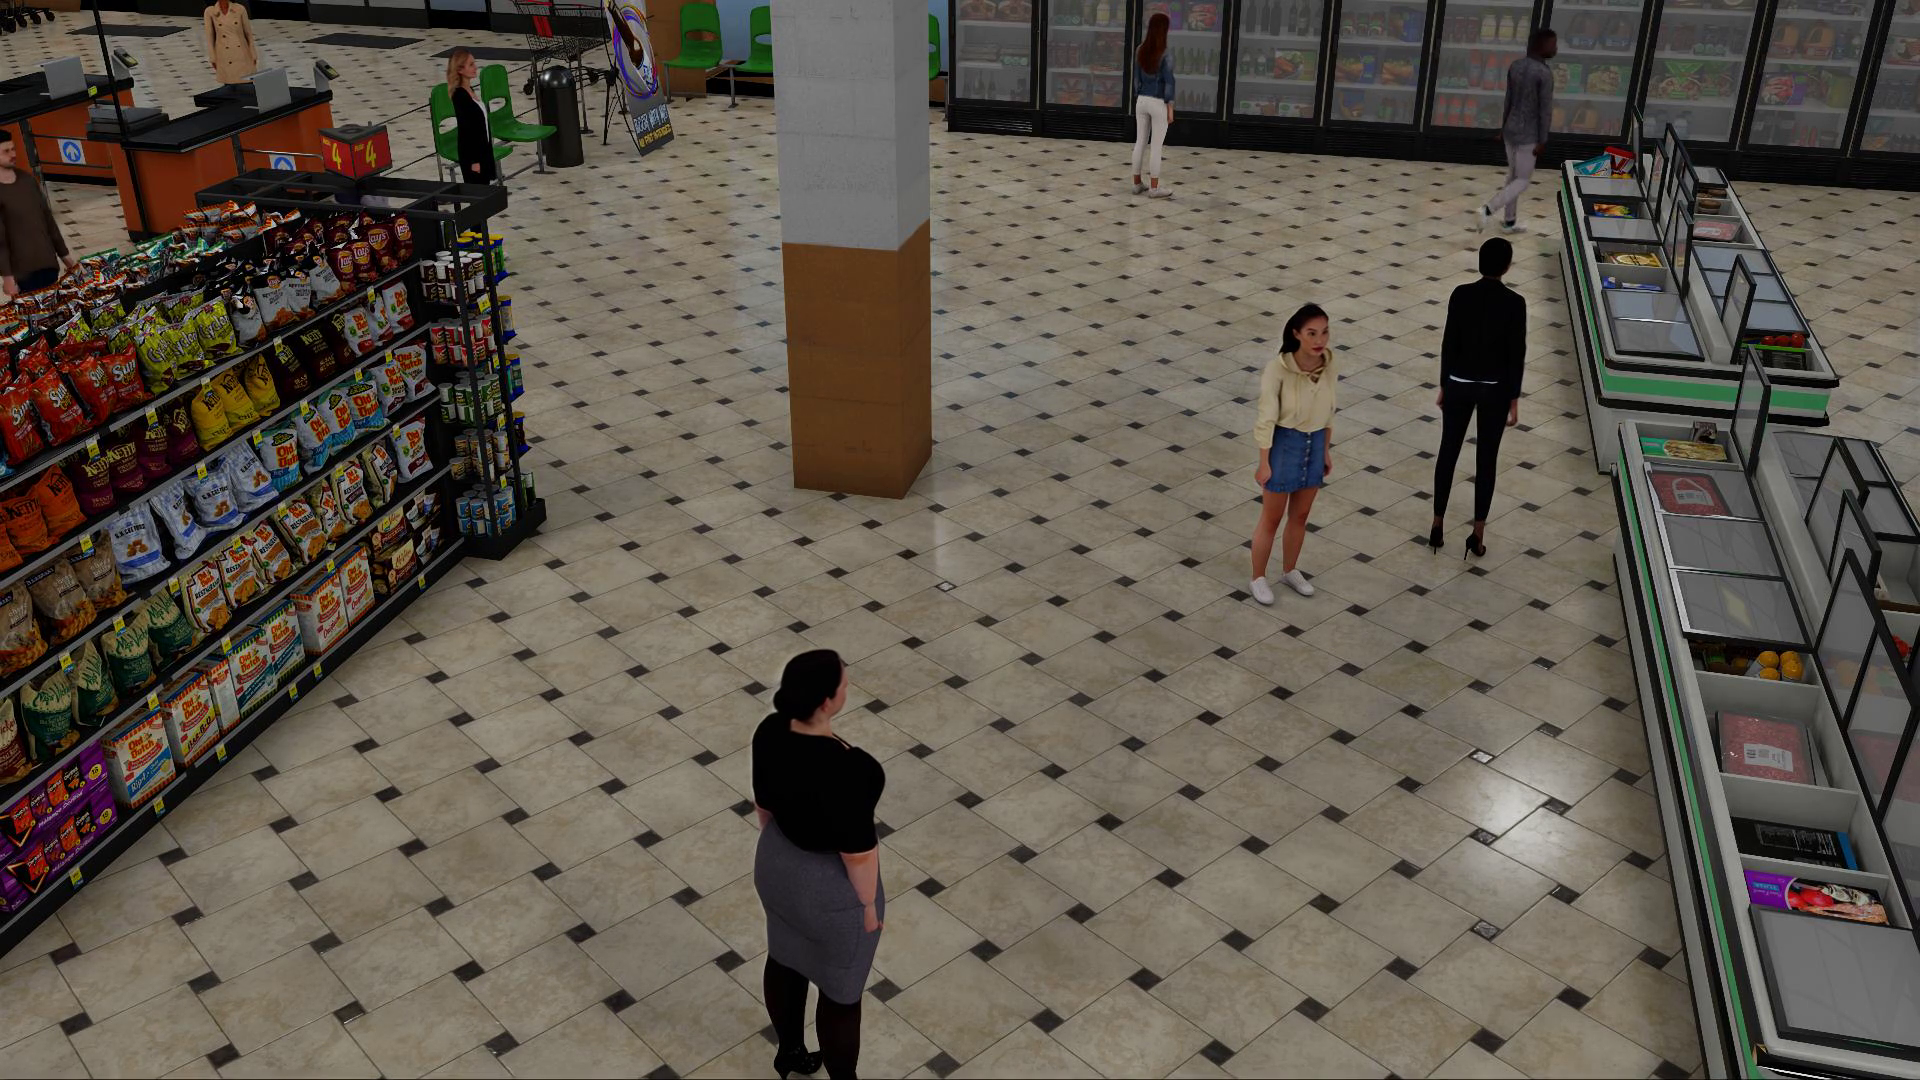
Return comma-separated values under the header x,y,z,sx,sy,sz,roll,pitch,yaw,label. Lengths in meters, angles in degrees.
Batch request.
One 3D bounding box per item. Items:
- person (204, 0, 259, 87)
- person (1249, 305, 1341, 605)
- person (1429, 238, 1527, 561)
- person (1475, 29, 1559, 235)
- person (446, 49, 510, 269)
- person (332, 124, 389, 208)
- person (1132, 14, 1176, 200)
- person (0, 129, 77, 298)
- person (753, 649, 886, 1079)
x,y,z,sx,sy,sz,roll,pitch,yaw,label
-7.870,-5.220,18.030,0.718,1.682,0.741,-11,29,-20,person
1.747,-0.451,8.684,0.717,1.630,0.749,-11,29,-21,person
2.813,-0.761,9.070,0.659,1.834,0.621,16,31,29,person
4.843,-3.517,14.532,1.117,1.808,1.072,-14,30,-26,person
-4.041,-3.153,13.821,0.734,1.802,0.596,-4,27,-7,person
-4.054,-1.934,11.386,0.814,1.830,0.628,-1,27,-3,person
1.833,-4.142,15.884,0.691,1.700,0.691,-23,35,-38,person
-6.275,-1.808,11.113,0.848,1.852,1.145,3,27,5,person
-0.470,1.131,5.421,0.793,1.758,0.778,-24,35,-39,person
